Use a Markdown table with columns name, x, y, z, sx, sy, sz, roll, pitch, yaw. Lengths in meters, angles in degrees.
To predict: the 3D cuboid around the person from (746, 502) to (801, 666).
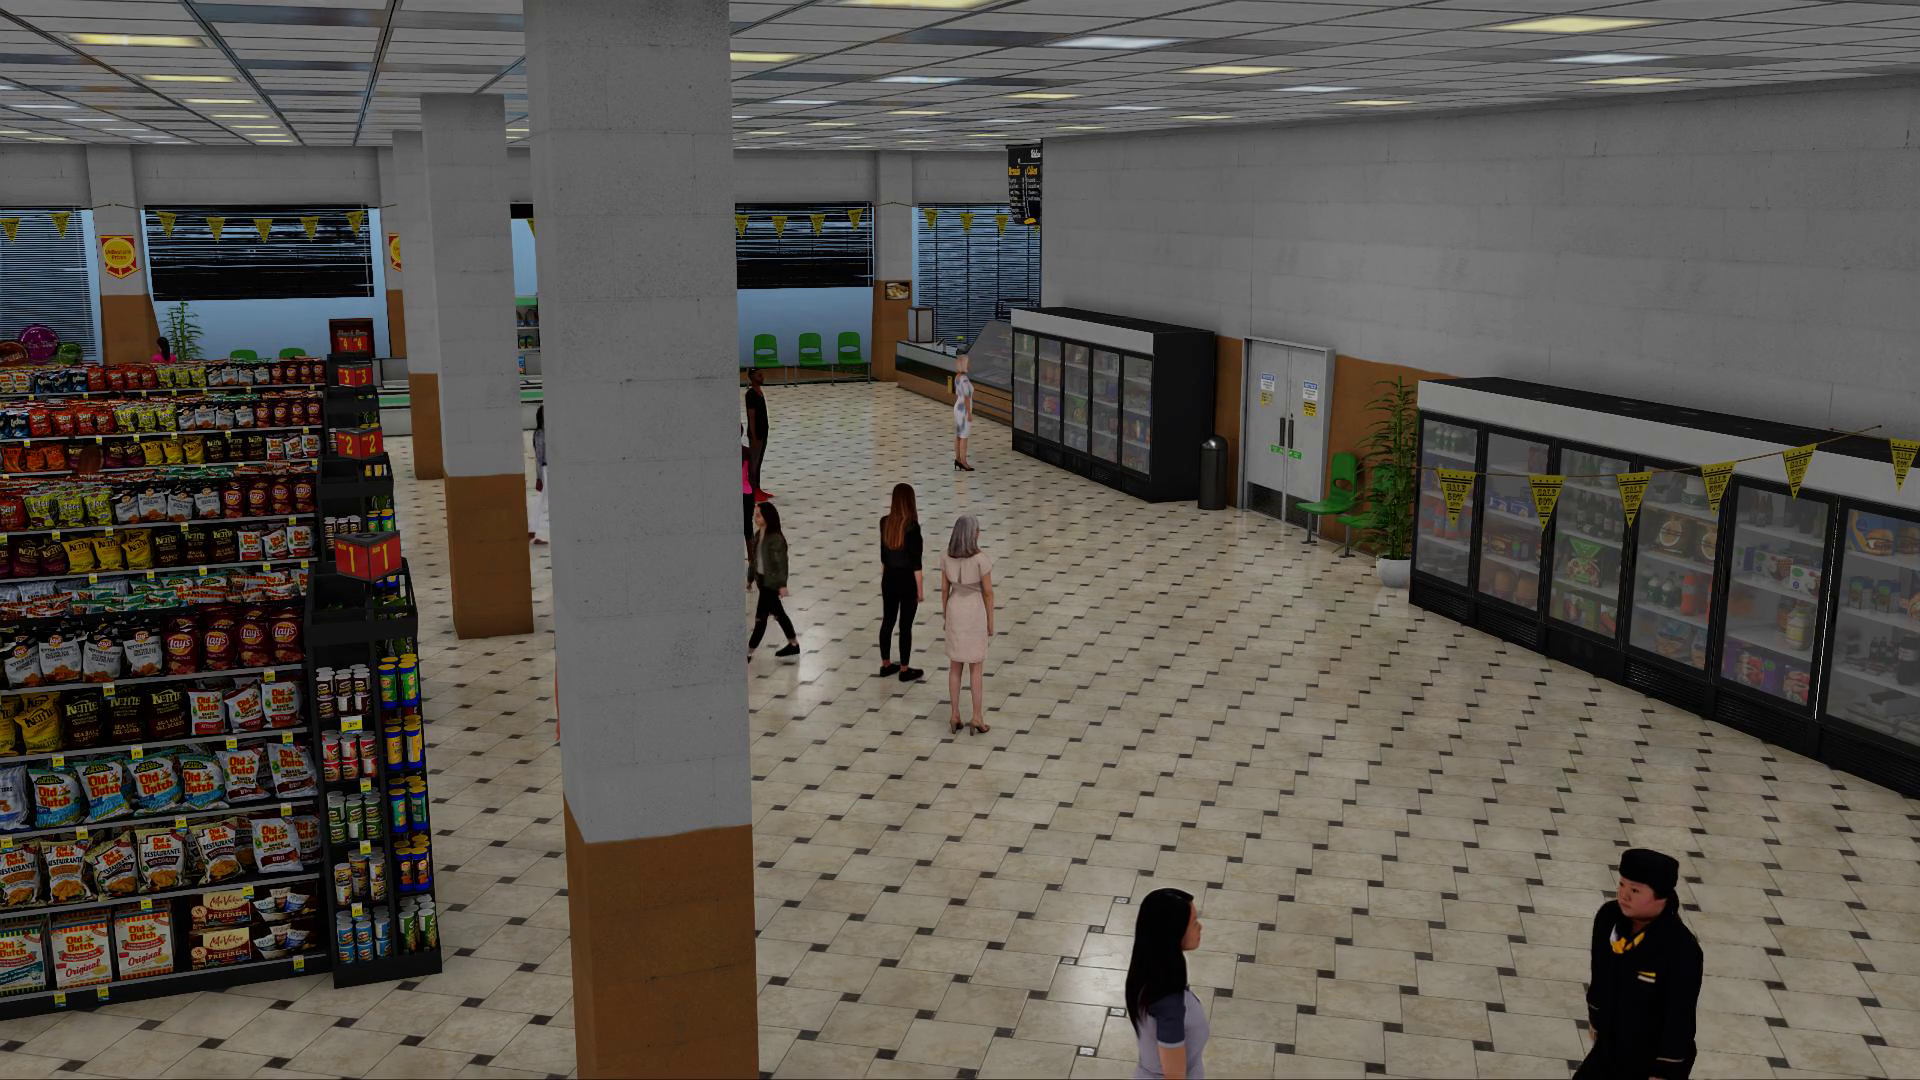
| name | x | y | z | sx | sy | sz | roll | pitch | yaw |
| --- | --- | --- | --- | --- | --- | --- | --- | --- | --- |
| person | -1.636 | 0.396 | 14.839 | 1.025 | 1.435 | 0.745 | -7 | 14 | -31 |

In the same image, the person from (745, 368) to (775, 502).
| name | x | y | z | sx | sy | sz | roll | pitch | yaw |
| --- | --- | --- | --- | --- | --- | --- | --- | --- | --- |
| person | -2.784 | -1.453 | 22.725 | 0.706 | 1.805 | 0.713 | 2 | 12 | 10 |

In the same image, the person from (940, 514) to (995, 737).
| name | x | y | z | sx | sy | sz | roll | pitch | yaw |
| --- | --- | --- | --- | --- | --- | --- | --- | --- | --- |
| person | 0.057 | 0.652 | 12.893 | 0.680 | 1.736 | 0.744 | 5 | 13 | 23 |

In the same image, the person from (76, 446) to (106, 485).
| name | x | y | z | sx | sy | sz | roll | pitch | yaw |
| --- | --- | --- | --- | --- | --- | --- | --- | --- | --- |
| person | -8.550 | -0.072 | 16.383 | 0.684 | 1.715 | 0.677 | -10 | 16 | -41 |

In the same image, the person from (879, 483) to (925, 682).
| name | x | y | z | sx | sy | sz | roll | pitch | yaw |
| --- | --- | --- | --- | --- | --- | --- | --- | --- | --- |
| person | -0.532 | 0.356 | 14.359 | 0.673 | 1.712 | 0.686 | 9 | 15 | 38 |

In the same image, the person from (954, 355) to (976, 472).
| name | x | y | z | sx | sy | sz | roll | pitch | yaw |
| --- | --- | --- | --- | --- | --- | --- | --- | --- | --- |
| person | 0.044 | -1.930 | 25.118 | 0.490 | 1.752 | 0.551 | -4 | 13 | -20 |

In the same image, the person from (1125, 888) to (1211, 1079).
| name | x | y | z | sx | sy | sz | roll | pitch | yaw |
| --- | --- | --- | --- | --- | --- | --- | --- | --- | --- |
| person | 0.759 | 2.087 | 6.151 | 0.611 | 1.706 | 0.645 | -1 | 12 | -5 |

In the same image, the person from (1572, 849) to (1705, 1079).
| name | x | y | z | sx | sy | sz | roll | pitch | yaw |
| --- | --- | --- | --- | --- | --- | --- | --- | --- | --- |
| person | 2.756 | 2.020 | 6.592 | 0.902 | 1.655 | 0.754 | -6 | 13 | -26 |

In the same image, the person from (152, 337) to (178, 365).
| name | x | y | z | sx | sy | sz | roll | pitch | yaw |
| --- | --- | --- | --- | --- | --- | --- | --- | --- | --- |
| person | -13.679 | -2.652 | 28.676 | 0.742 | 1.699 | 0.644 | 11 | 16 | 42 |
